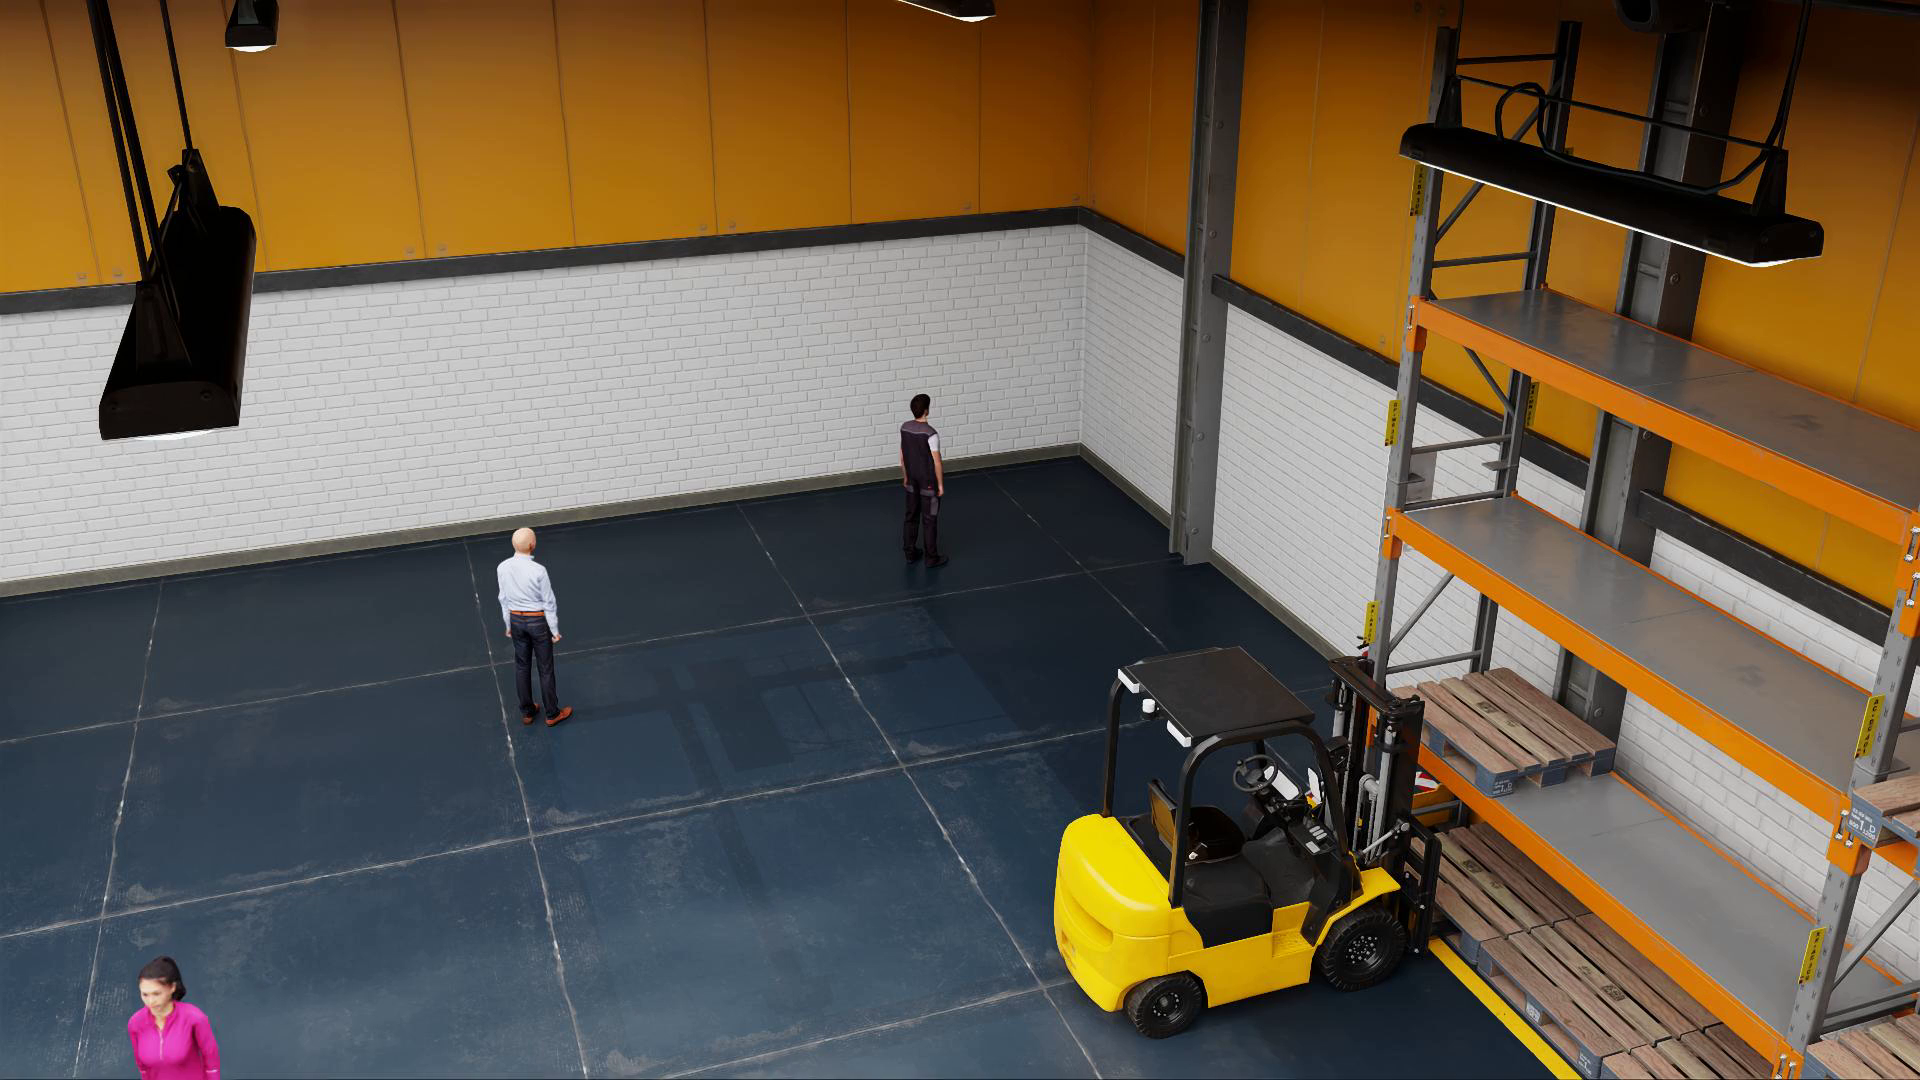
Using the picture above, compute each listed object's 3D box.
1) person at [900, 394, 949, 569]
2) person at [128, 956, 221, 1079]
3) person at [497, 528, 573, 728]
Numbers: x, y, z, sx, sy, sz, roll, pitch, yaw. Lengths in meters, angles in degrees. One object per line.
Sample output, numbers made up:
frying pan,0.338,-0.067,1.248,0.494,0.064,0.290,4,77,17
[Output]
person,-0.390,-0.613,17.081,0.704,1.848,0.803,16,28,32
person,-4.211,2.974,9.114,0.718,1.657,1.154,-4,24,-9
person,-3.628,0.732,14.077,0.732,1.790,0.742,5,24,11
